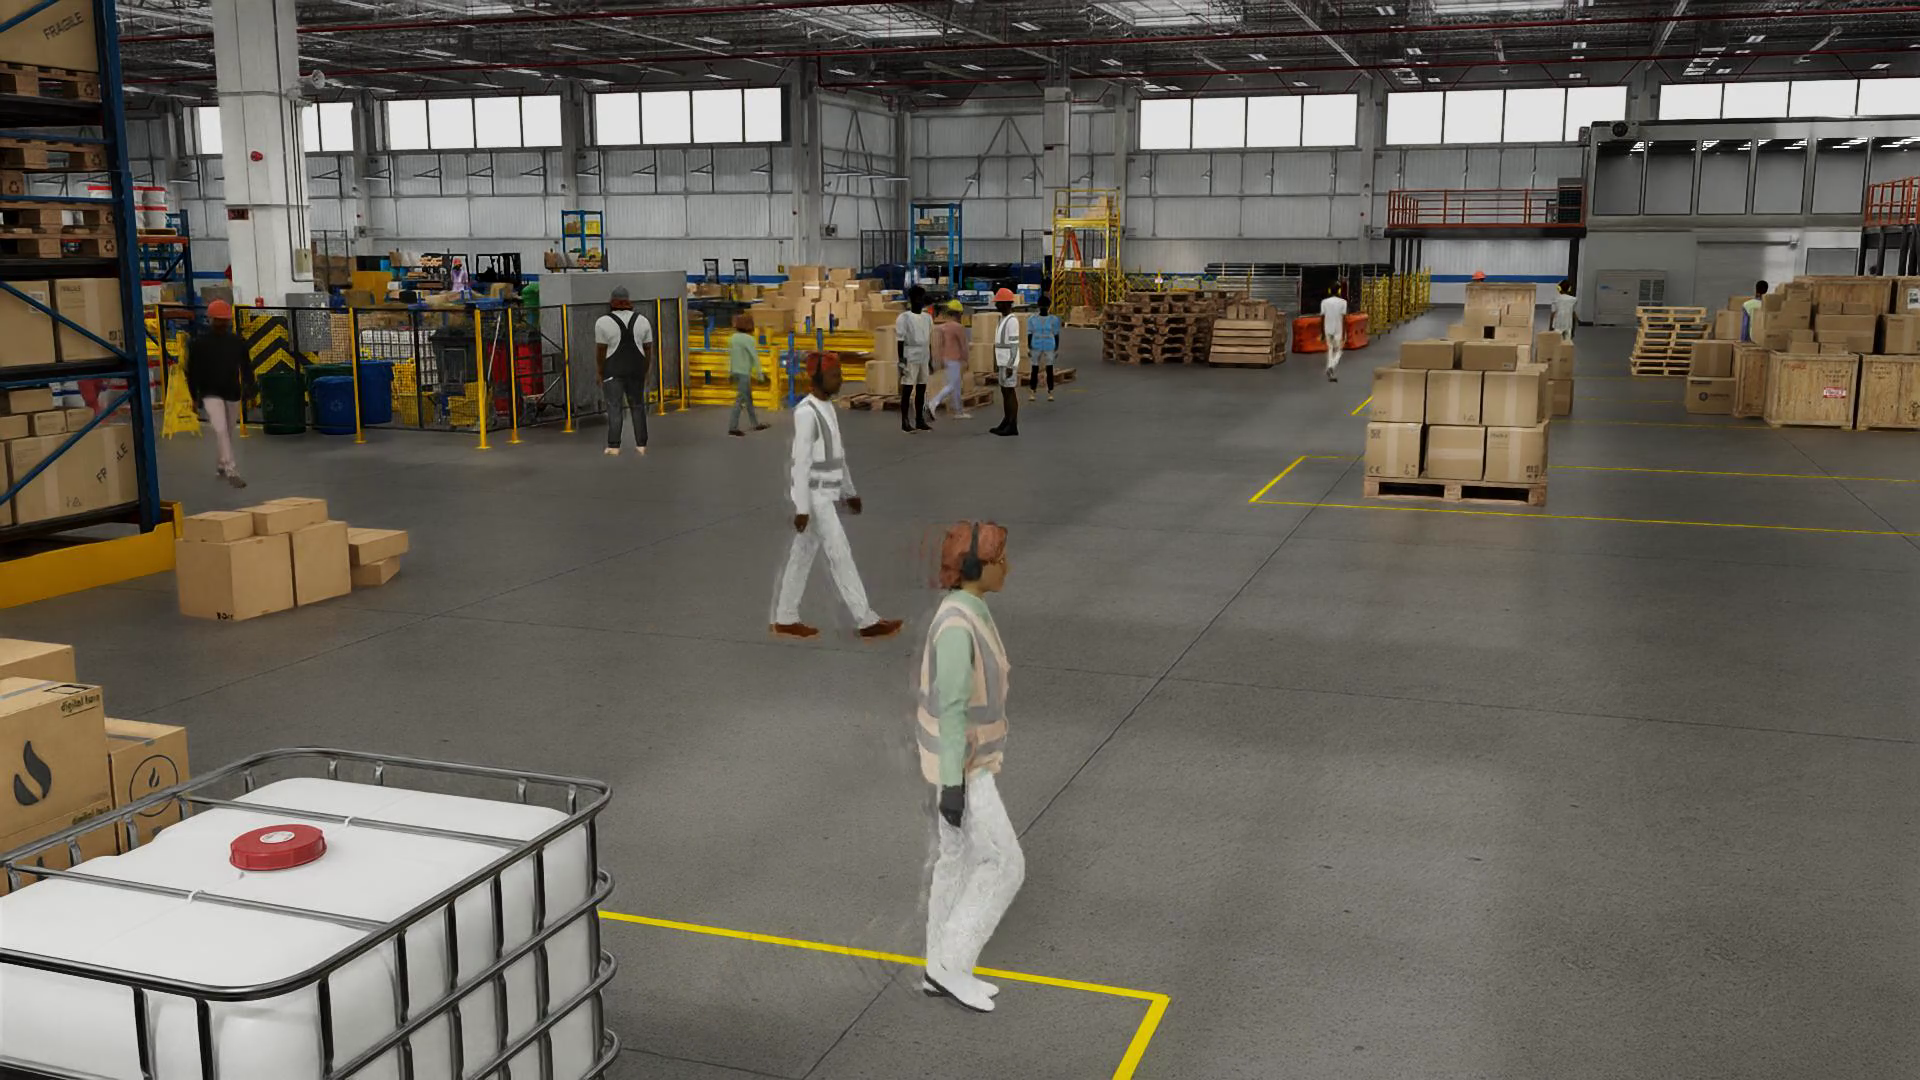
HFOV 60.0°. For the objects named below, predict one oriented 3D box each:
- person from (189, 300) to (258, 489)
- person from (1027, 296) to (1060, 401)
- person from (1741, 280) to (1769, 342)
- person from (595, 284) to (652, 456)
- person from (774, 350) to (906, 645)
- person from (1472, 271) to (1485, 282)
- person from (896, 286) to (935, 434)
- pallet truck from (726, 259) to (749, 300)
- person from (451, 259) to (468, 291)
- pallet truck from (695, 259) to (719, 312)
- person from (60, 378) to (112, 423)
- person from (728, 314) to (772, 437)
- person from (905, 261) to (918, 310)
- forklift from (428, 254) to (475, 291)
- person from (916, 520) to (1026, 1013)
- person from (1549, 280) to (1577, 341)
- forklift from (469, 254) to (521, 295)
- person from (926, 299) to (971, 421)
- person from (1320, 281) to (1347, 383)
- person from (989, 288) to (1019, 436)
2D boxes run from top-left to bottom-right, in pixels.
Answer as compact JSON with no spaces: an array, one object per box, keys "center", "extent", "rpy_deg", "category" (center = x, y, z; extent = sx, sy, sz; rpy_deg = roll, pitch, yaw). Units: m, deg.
[{"center":[-7.715,-1.535,17.402],"extent":[1.056,1.940,0.619],"rpy_deg":[10,14,44],"category":"person"},{"center":[1.336,-3.064,26.687],"extent":[0.537,1.693,0.320],"rpy_deg":[1,10,5],"category":"person"},{"center":[13.189,-3.320,27.469],"extent":[0.590,1.922,0.392],"rpy_deg":[1,10,3],"category":"person"},{"center":[-4.047,-2.031,19.873],"extent":[0.688,2.000,0.536],"rpy_deg":[-6,12,-30],"category":"person"},{"center":[-0.769,-0.261,10.446],"extent":[0.935,1.840,0.599],"rpy_deg":[1,10,4],"category":"person"},{"center":[11.572,-5.035,37.129],"extent":[0.386,1.930,0.539],"rpy_deg":[4,11,22],"category":"person"},{"center":[-0.584,-2.405,22.188],"extent":[0.614,1.964,0.361],"rpy_deg":[-10,14,-43],"category":"person"},{"center":[-7.986,-9.493,62.019],"extent":[0.823,1.965,1.885],"rpy_deg":[3,11,17],"category":"pallet truck"},{"center":[-16.497,-8.228,54.766],"extent":[0.605,2.045,0.376],"rpy_deg":[0,10,1],"category":"person"},{"center":[-9.165,-9.627,62.776],"extent":[0.823,1.965,1.885],"rpy_deg":[4,11,23],"category":"pallet truck"},{"center":[-10.878,-2.028,20.769],"extent":[0.899,1.722,0.529],"rpy_deg":[5,11,25],"category":"person"},{"center":[-2.745,-2.165,21.856],"extent":[0.804,1.593,0.532],"rpy_deg":[-8,13,-39],"category":"person"},{"center":[-1.820,-9.654,63.275],"extent":[0.867,1.884,0.656],"rpy_deg":[-8,13,-37],"category":"person"},{"center":[-20.133,-10.254,65.465],"extent":[1.157,1.987,2.680],"rpy_deg":[3,11,19],"category":"forklift"},{"center":[0.039,0.741,5.412],"extent":[0.391,1.619,0.552],"rpy_deg":[1,10,5],"category":"person"},{"center":[11.275,-3.936,31.131],"extent":[0.523,1.861,0.322],"rpy_deg":[0,10,2],"category":"person"},{"center":[-17.990,-10.121,64.684],"extent":[1.157,1.987,2.680],"rpy_deg":[3,11,17],"category":"forklift"},{"center":[-0.160,-2.559,23.699],"extent":[0.765,1.739,0.527],"rpy_deg":[-6,12,-29],"category":"person"},{"center":[6.765,-3.755,30.095],"extent":[0.550,1.856,0.438],"rpy_deg":[7,12,33],"category":"person"},{"center":[0.596,-2.338,21.888],"extent":[0.361,1.939,0.542],"rpy_deg":[-2,10,-13],"category":"person"}]
